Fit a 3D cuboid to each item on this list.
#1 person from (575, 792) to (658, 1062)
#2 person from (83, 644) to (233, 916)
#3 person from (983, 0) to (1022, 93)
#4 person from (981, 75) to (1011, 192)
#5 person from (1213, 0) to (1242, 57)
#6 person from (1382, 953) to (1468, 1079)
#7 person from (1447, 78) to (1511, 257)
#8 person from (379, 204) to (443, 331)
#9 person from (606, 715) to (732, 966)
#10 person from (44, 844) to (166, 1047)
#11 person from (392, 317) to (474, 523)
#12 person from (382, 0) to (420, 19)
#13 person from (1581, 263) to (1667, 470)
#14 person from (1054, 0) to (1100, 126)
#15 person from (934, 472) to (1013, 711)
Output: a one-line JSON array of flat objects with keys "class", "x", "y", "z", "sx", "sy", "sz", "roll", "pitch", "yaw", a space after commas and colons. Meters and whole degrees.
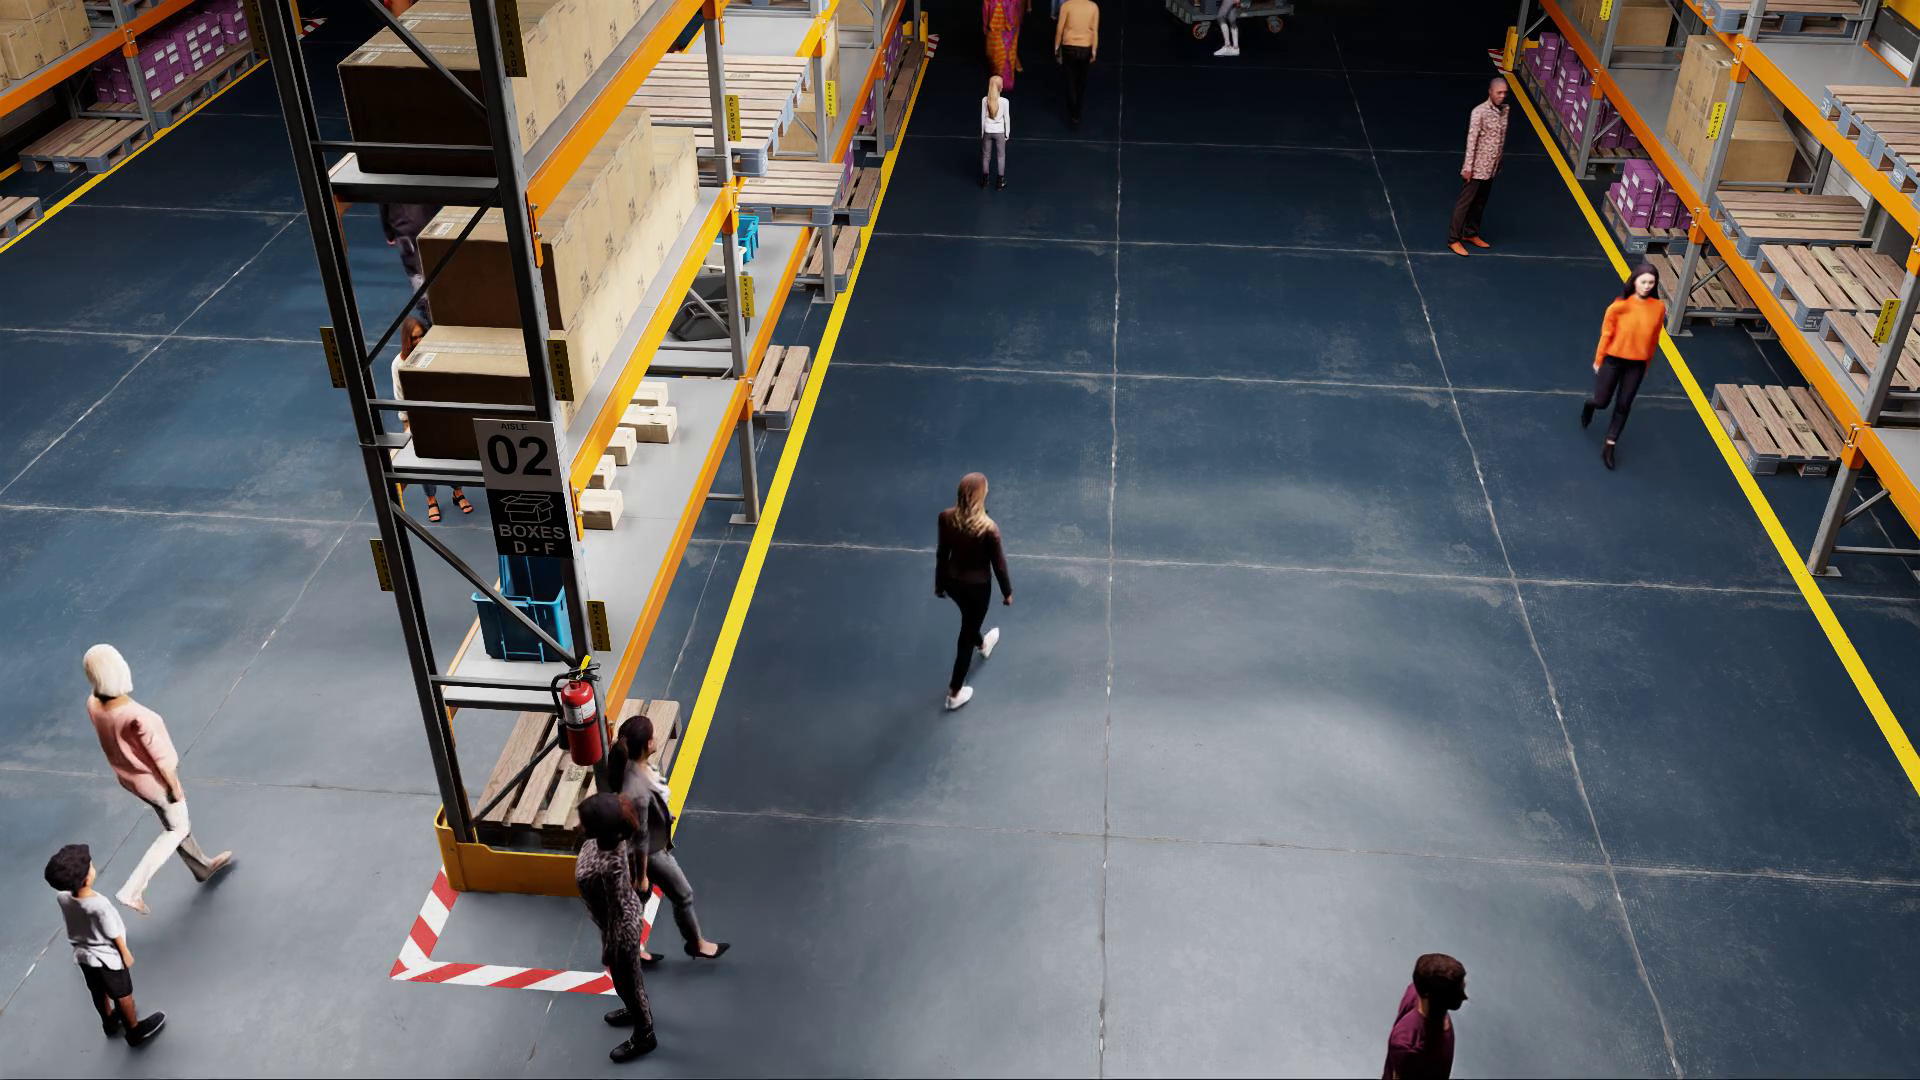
[{"class": "person", "x": -1.727, "y": 1.934, "z": 8.397, "sx": 0.707, "sy": 1.717, "sz": 0.600, "roll": -8, "pitch": 34, "yaw": -11}, {"class": "person", "x": -4.598, "y": 1.373, "z": 9.267, "sx": 0.859, "sy": 1.689, "sz": 1.051, "roll": 18, "pitch": 38, "yaw": 25}, {"class": "person", "x": 0.554, "y": -6.613, "z": 21.315, "sx": 0.657, "sy": 1.652, "sz": 0.875, "roll": 1, "pitch": 34, "yaw": 1}, {"class": "person", "x": 0.380, "y": -4.542, "z": 18.538, "sx": 0.511, "sy": 1.277, "sz": 0.528, "roll": 9, "pitch": 35, "yaw": 13}, {"class": "person", "x": 3.764, "y": -7.380, "z": 22.440, "sx": 0.699, "sy": 1.683, "sz": 0.607, "roll": -5, "pitch": 34, "yaw": -7}, {"class": "person", "x": 2.000, "y": 2.511, "z": 7.405, "sx": 0.778, "sy": 1.855, "sz": 0.603, "roll": 13, "pitch": 36, "yaw": 18}, {"class": "person", "x": 5.332, "y": -3.845, "z": 17.010, "sx": 0.780, "sy": 1.807, "sz": 0.821, "roll": -22, "pitch": 39, "yaw": -29}, {"class": "person", "x": -5.034, "y": -2.844, "z": 15.420, "sx": 1.136, "sy": 1.901, "sz": 1.314, "roll": -17, "pitch": 37, "yaw": -24}, {"class": "person", "x": -1.772, "y": 1.671, "z": 8.859, "sx": 0.887, "sy": 1.644, "sz": 0.889, "roll": -8, "pitch": 34, "yaw": -12}, {"class": "person", "x": -4.445, "y": 2.098, "z": 8.570, "sx": 0.542, "sy": 1.253, "sz": 0.552, "roll": 13, "pitch": 36, "yaw": 19}, {"class": "person", "x": -4.057, "y": -0.944, "z": 12.760, "sx": 0.702, "sy": 1.681, "sz": 0.722, "roll": -17, "pitch": 37, "yaw": -24}, {"class": "person", "x": -7.356, "y": -7.012, "z": 21.862, "sx": 0.829, "sy": 1.710, "sz": 0.867, "roll": -15, "pitch": 36, "yaw": -21}, {"class": "person", "x": 5.351, "y": -1.459, "z": 13.485, "sx": 0.633, "sy": 1.736, "sz": 0.870, "roll": 1, "pitch": 34, "yaw": 2}, {"class": "person", "x": 1.417, "y": -5.900, "z": 20.177, "sx": 0.850, "sy": 1.724, "sz": 1.211, "roll": -5, "pitch": 34, "yaw": -7}, {"class": "person", "x": 0.008, "y": 0.373, "z": 10.793, "sx": 0.951, "sy": 1.665, "sz": 1.135, "roll": 20, "pitch": 38, "yaw": 27}]
